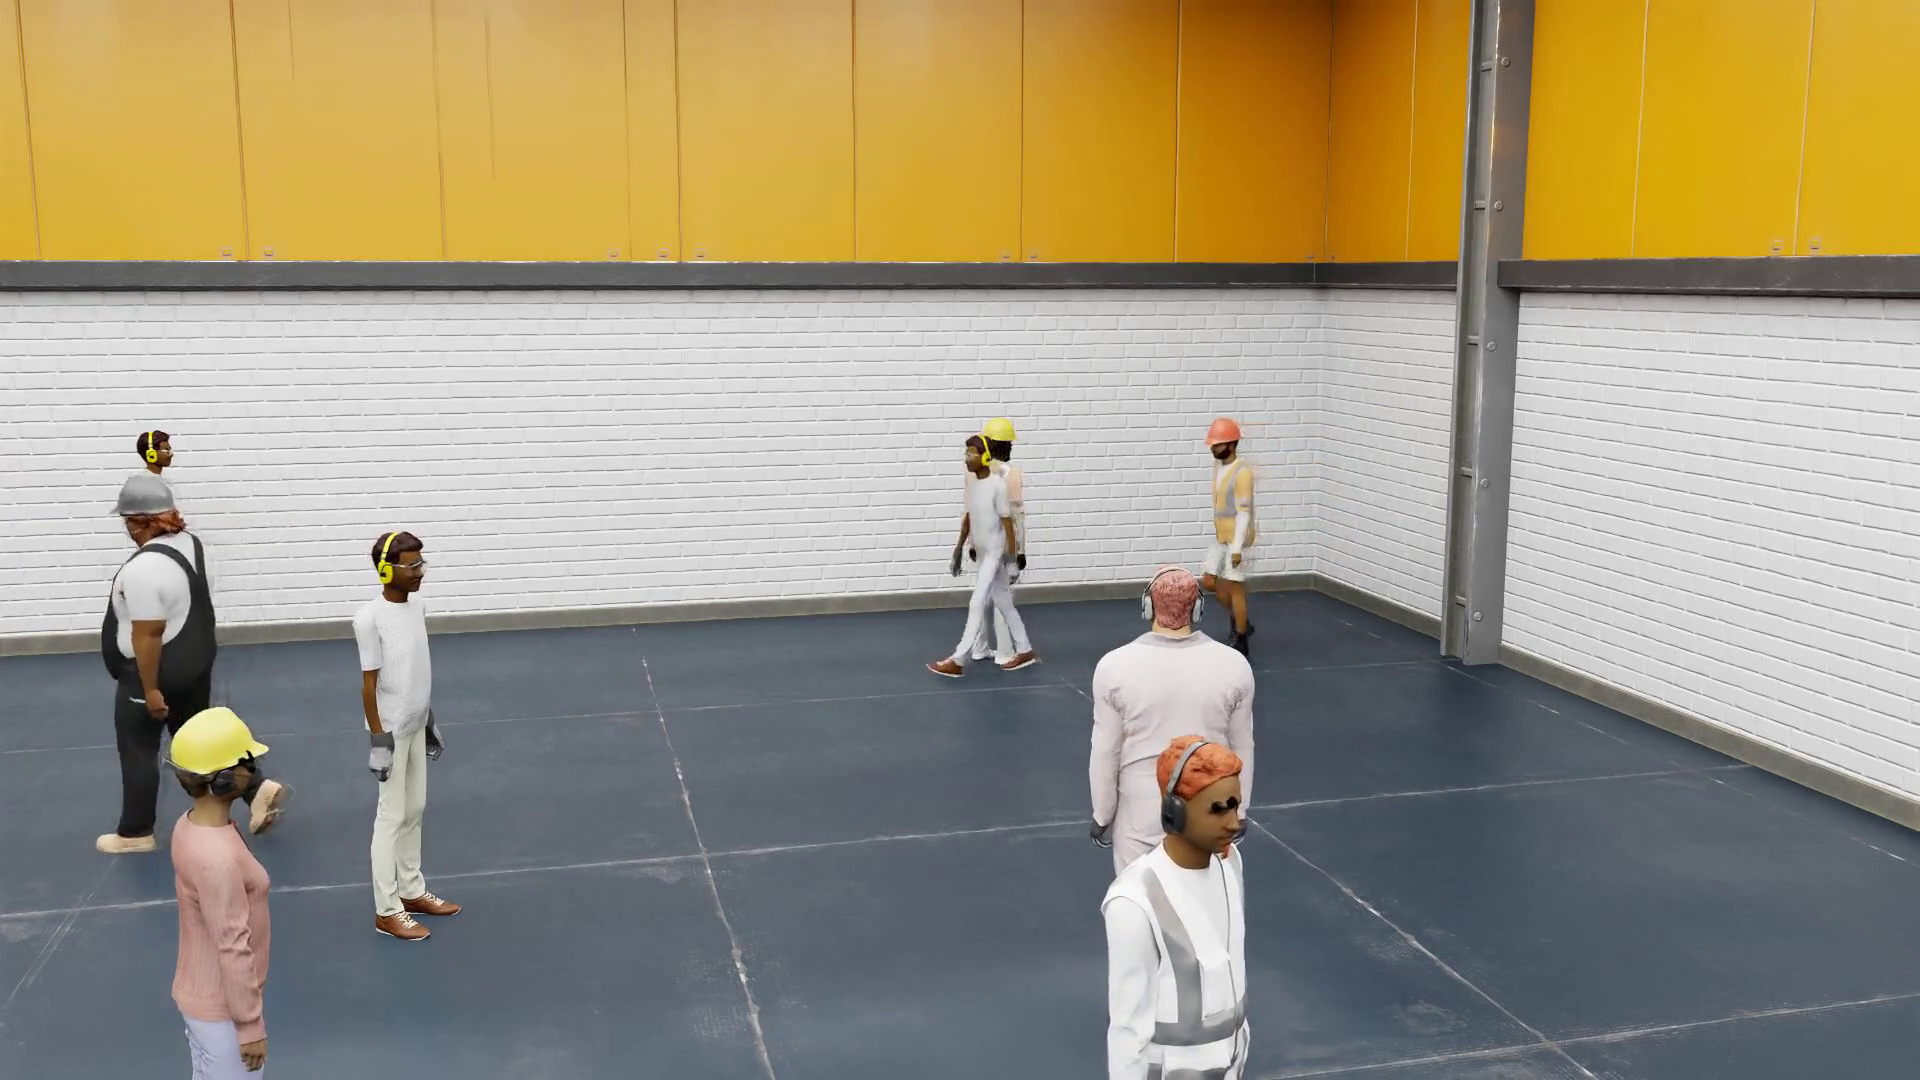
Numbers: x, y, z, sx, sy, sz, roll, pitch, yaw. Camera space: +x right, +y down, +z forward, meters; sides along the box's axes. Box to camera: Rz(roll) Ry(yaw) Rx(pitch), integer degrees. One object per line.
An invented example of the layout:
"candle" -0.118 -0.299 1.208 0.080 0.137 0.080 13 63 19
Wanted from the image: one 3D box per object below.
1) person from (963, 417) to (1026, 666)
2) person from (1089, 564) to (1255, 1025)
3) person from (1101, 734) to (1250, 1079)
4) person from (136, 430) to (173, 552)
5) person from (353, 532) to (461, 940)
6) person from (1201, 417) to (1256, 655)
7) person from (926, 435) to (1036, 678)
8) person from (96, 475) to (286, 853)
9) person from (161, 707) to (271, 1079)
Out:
"person" 0.288 0.013 12.891 0.366 1.926 0.594 -9 13 -44
"person" 0.822 1.041 6.543 0.651 1.907 0.409 -1 9 -5
"person" 0.560 1.417 4.266 0.337 1.882 0.585 6 11 34
"person" -5.977 0.120 12.439 0.327 1.862 0.517 -4 10 -26
"person" -2.551 0.884 7.653 0.328 1.868 0.514 2 9 10
"person" 2.106 -0.013 13.091 0.477 1.912 0.586 -3 10 -18
"person" 0.188 0.121 12.544 0.964 1.826 0.550 -4 10 -25
"person" -4.088 0.629 8.695 0.855 2.000 0.686 1 9 7
"person" -2.165 1.366 4.944 0.306 1.772 0.525 -6 11 -34
